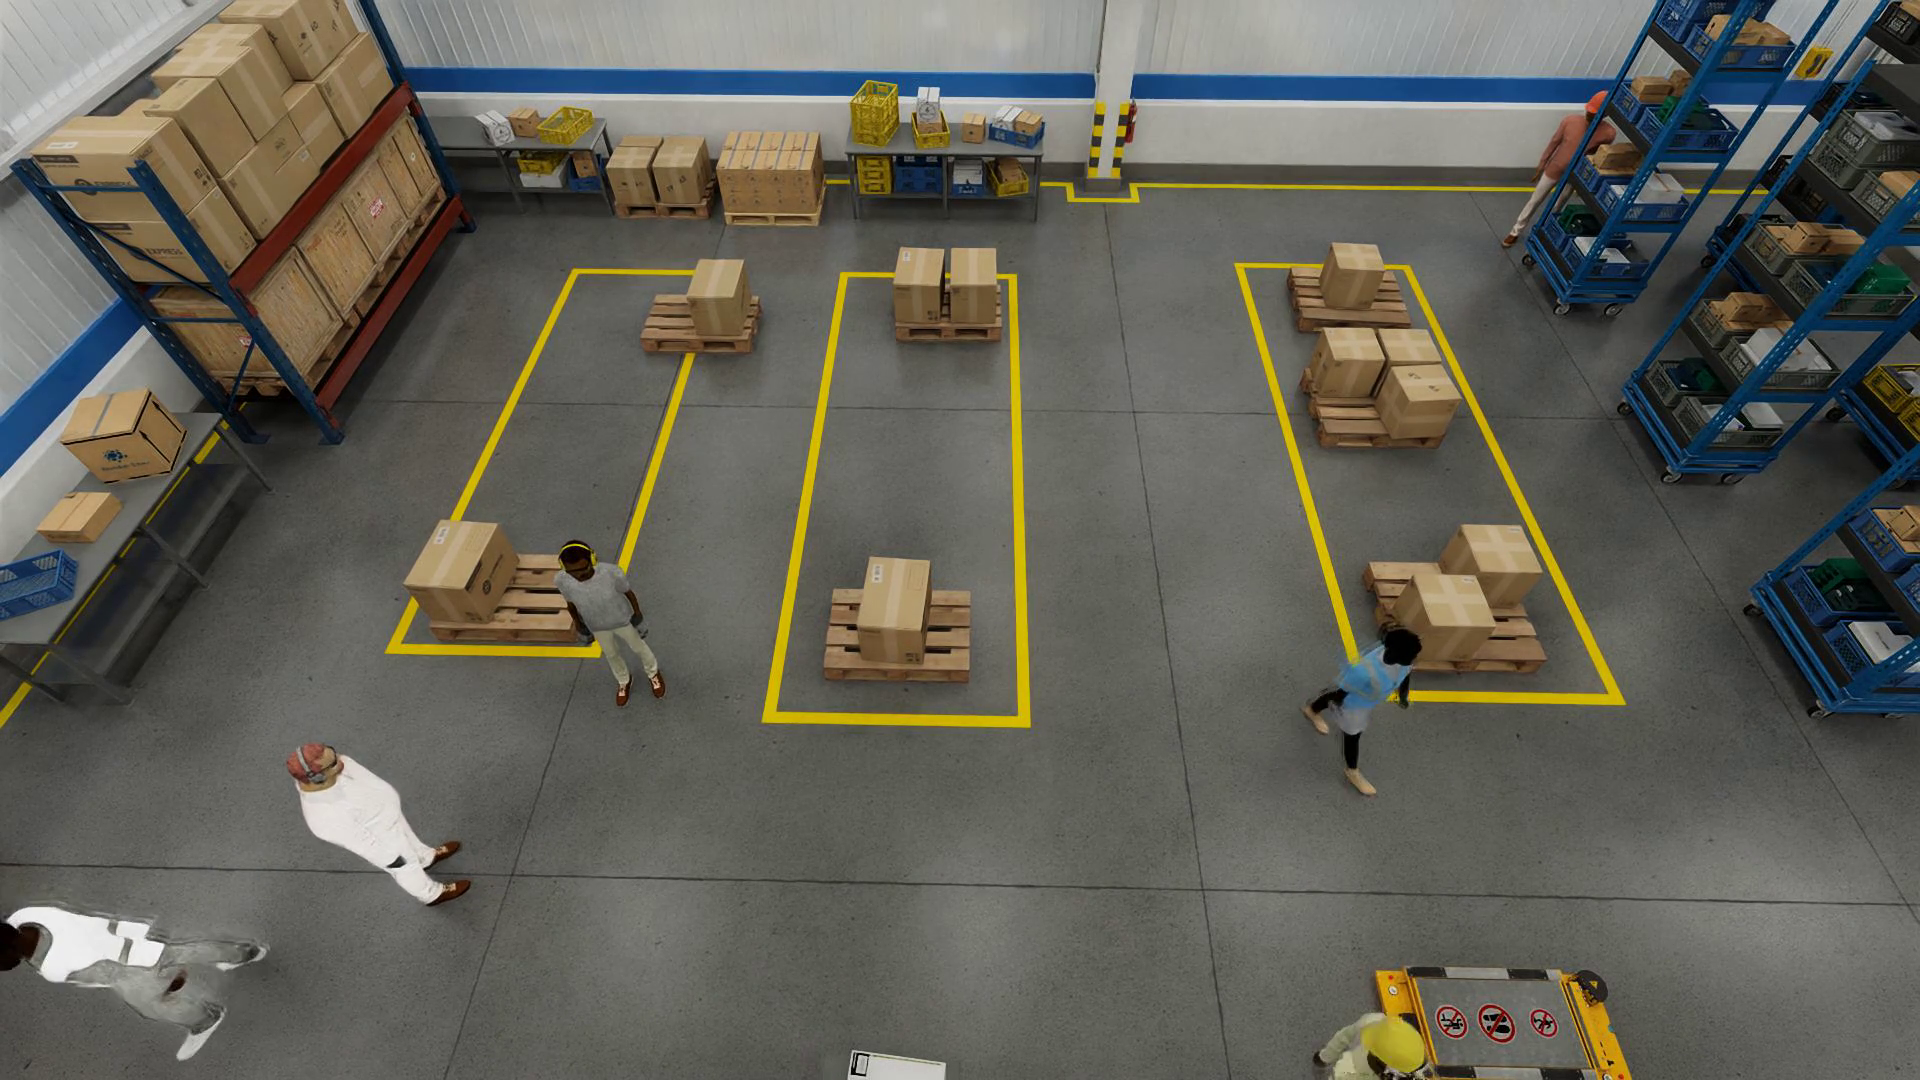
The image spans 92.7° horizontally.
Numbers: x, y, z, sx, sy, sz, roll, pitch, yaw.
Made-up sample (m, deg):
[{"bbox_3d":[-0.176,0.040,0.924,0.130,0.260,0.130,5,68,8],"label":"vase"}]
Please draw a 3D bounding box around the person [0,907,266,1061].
[{"bbox_3d":[-4.911,2.479,5.429,0.609,1.881,0.698,29,56,21],"label":"person"}]

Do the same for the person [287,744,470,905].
[{"bbox_3d":[-3.756,1.832,5.935,0.401,1.900,0.637,-25,55,-19],"label":"person"}]

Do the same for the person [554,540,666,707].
[{"bbox_3d":[-2.637,0.640,6.921,0.515,1.874,0.328,-10,52,-8],"label":"person"}]

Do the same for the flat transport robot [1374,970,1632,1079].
[{"bbox_3d":[3.501,3.133,5.914,1.431,0.197,0.652,1,51,1],"label":"flat transport robot"}]

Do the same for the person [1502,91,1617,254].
[{"bbox_3d":[7.185,-4.350,10.914,0.614,1.988,0.396,30,57,22],"label":"person"}]

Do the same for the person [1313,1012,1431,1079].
[{"bbox_3d":[2.191,3.063,5.010,0.406,1.797,0.689,-3,51,-2],"label":"person"}]

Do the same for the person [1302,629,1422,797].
[{"bbox_3d":[2.977,1.160,6.629,0.547,1.644,0.860,-26,55,-20],"label":"person"}]
